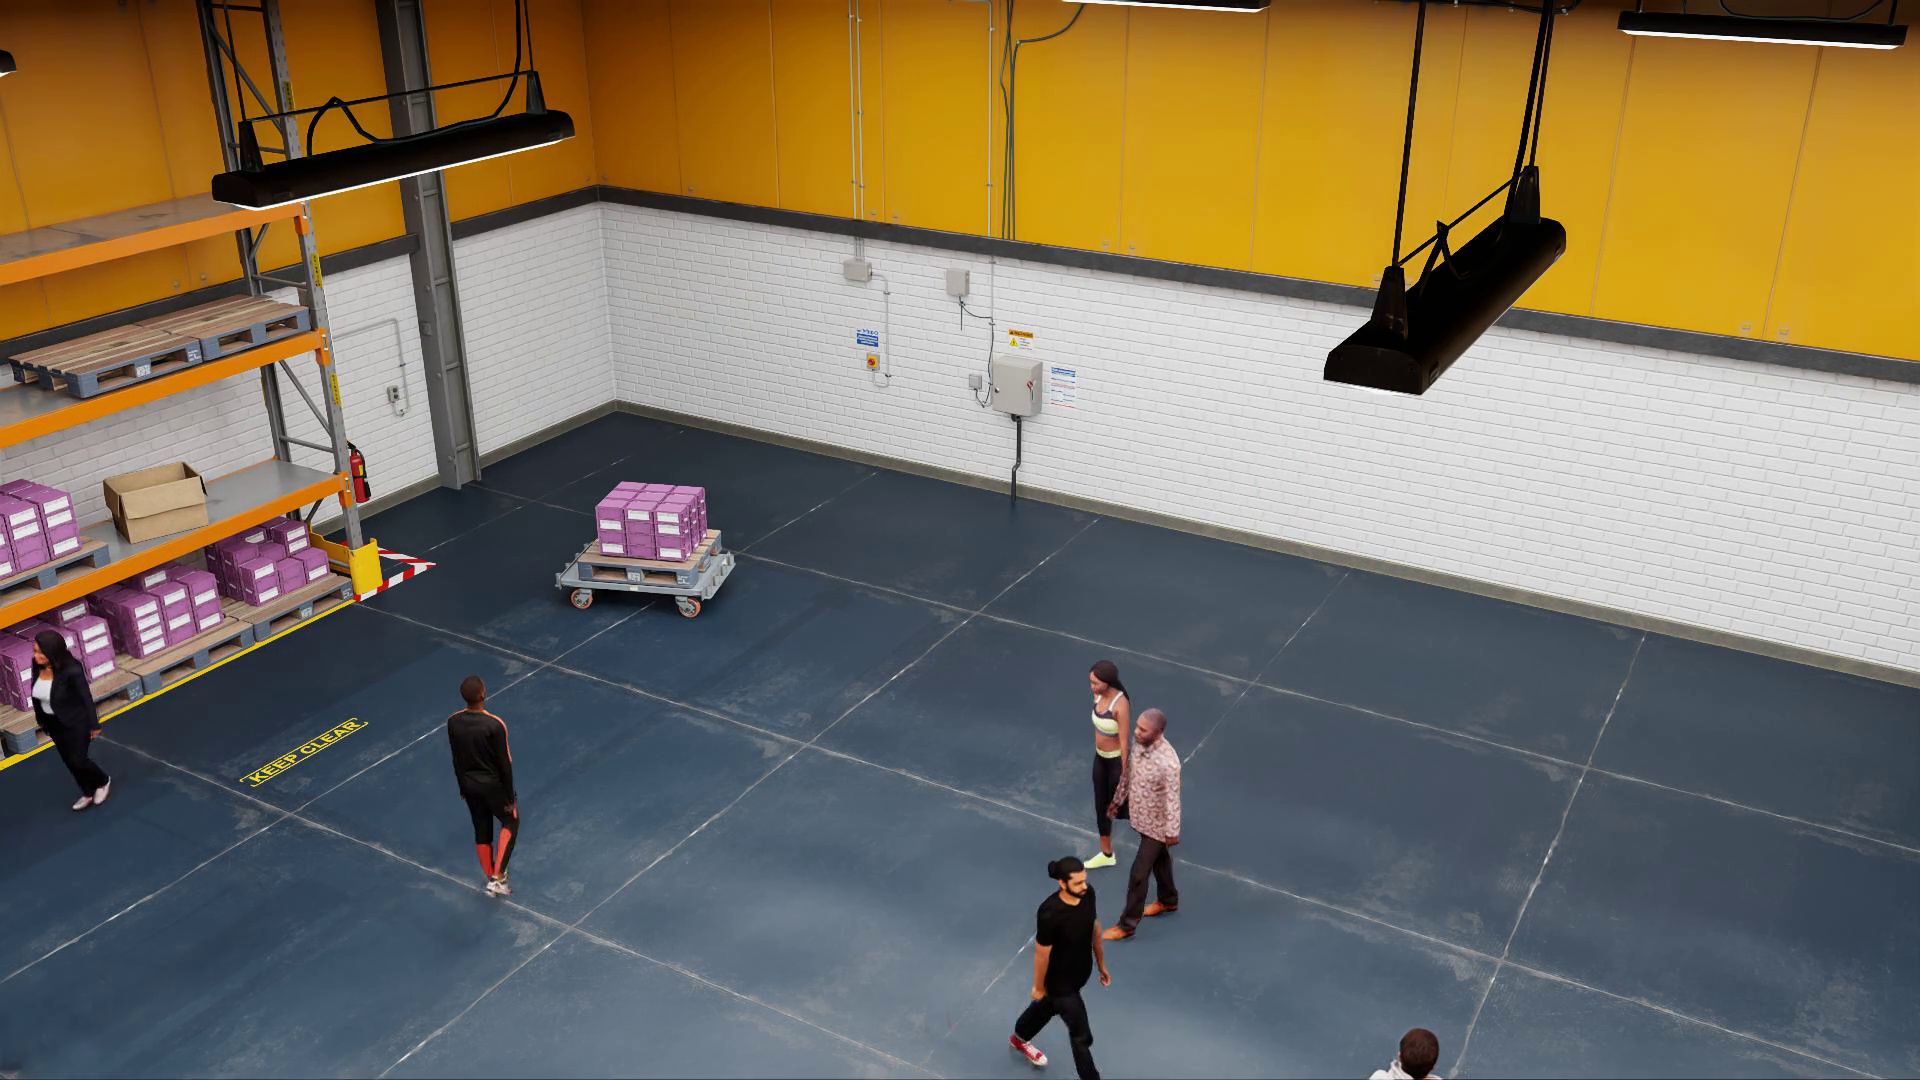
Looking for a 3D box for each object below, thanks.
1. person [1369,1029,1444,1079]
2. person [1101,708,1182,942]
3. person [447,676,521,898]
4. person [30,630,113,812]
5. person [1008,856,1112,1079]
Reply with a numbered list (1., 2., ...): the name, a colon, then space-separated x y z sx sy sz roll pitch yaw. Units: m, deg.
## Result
1. person: 2.293 3.316 8.641 0.701 1.853 0.618 9 25 19
2. person: 1.454 1.962 11.830 1.114 1.780 1.042 -7 24 -15
3. person: -3.480 1.844 12.076 0.766 1.800 0.848 3 24 7
4. person: -7.068 1.414 13.302 0.737 1.604 0.741 6 24 13
5. person: 0.587 2.665 10.310 0.735 1.709 1.121 16 28 32
